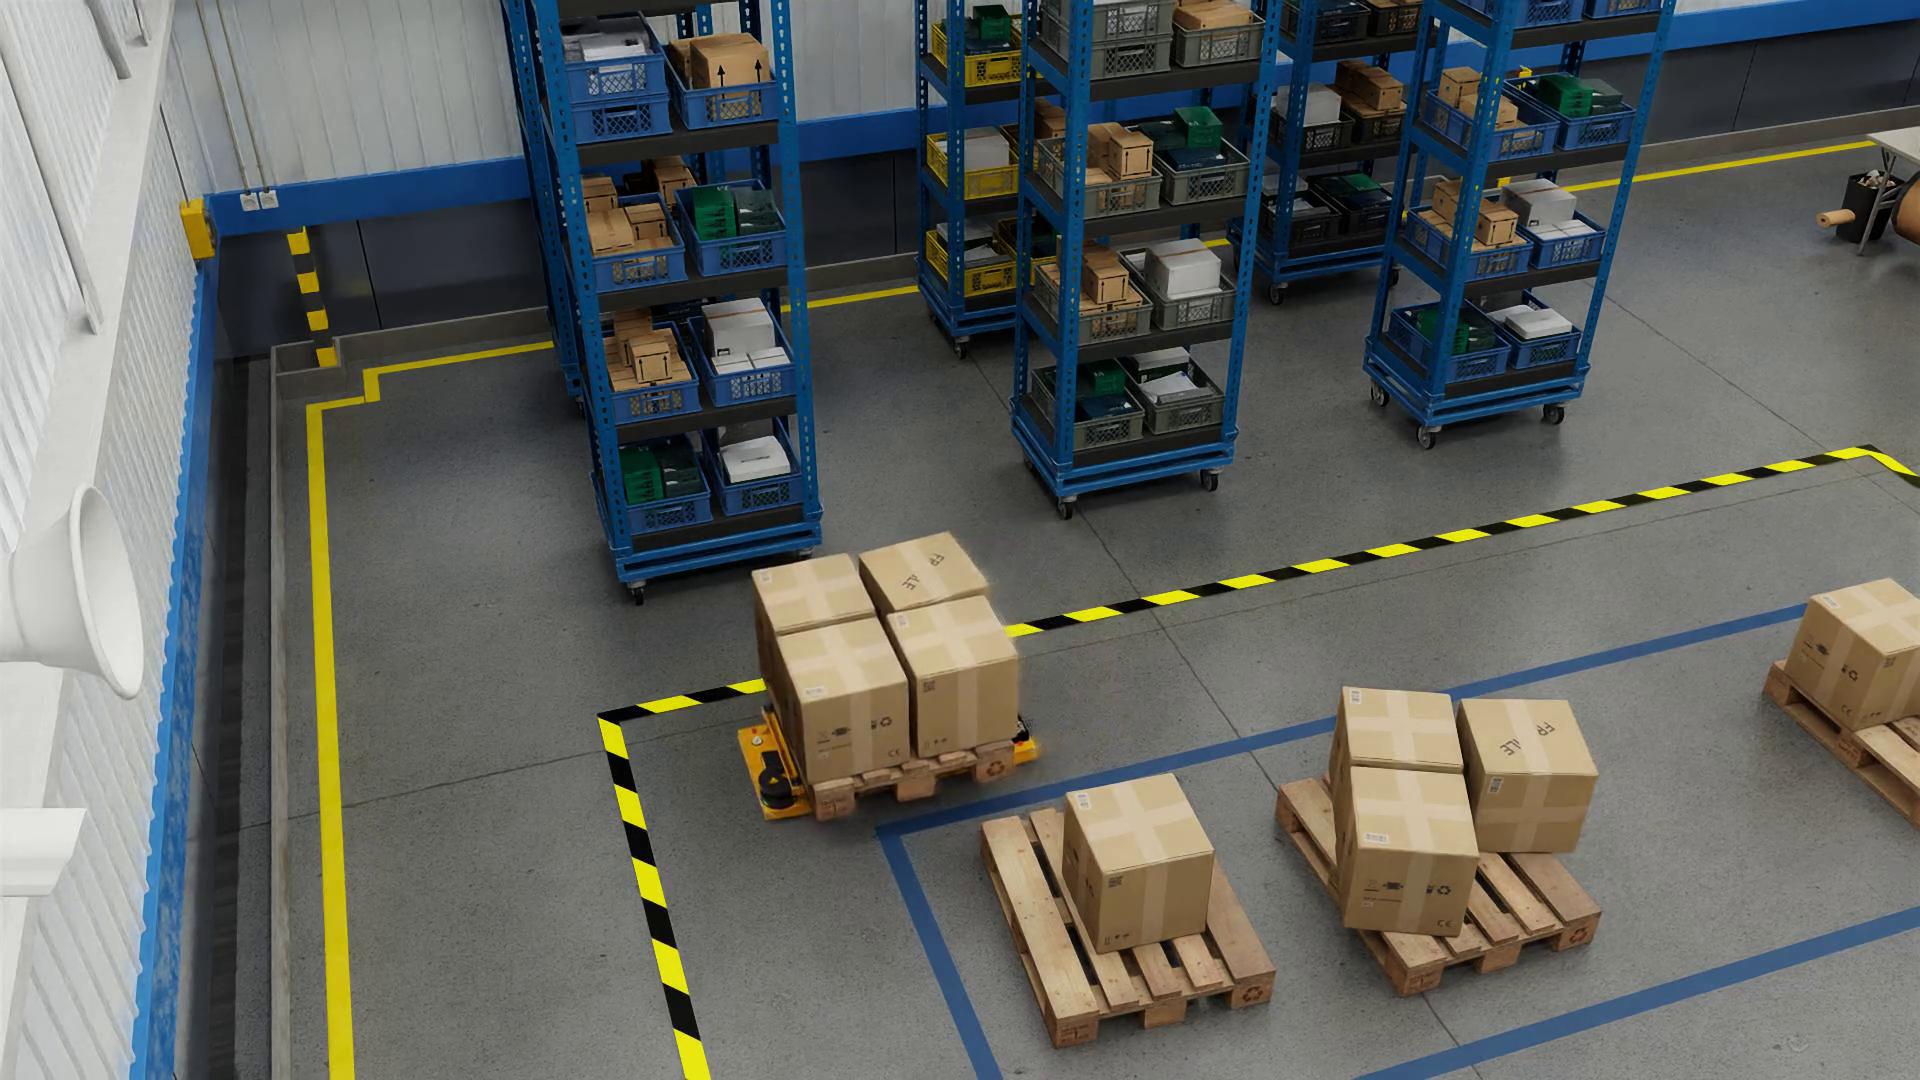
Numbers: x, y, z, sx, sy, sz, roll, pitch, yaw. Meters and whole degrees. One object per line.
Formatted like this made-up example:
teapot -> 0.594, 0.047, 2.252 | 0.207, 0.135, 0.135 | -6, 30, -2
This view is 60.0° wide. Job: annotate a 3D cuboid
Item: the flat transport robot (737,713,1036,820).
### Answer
flat transport robot -> -0.386, 1.010, 8.600 | 1.431, 0.197, 0.652 | -11, 37, -15
